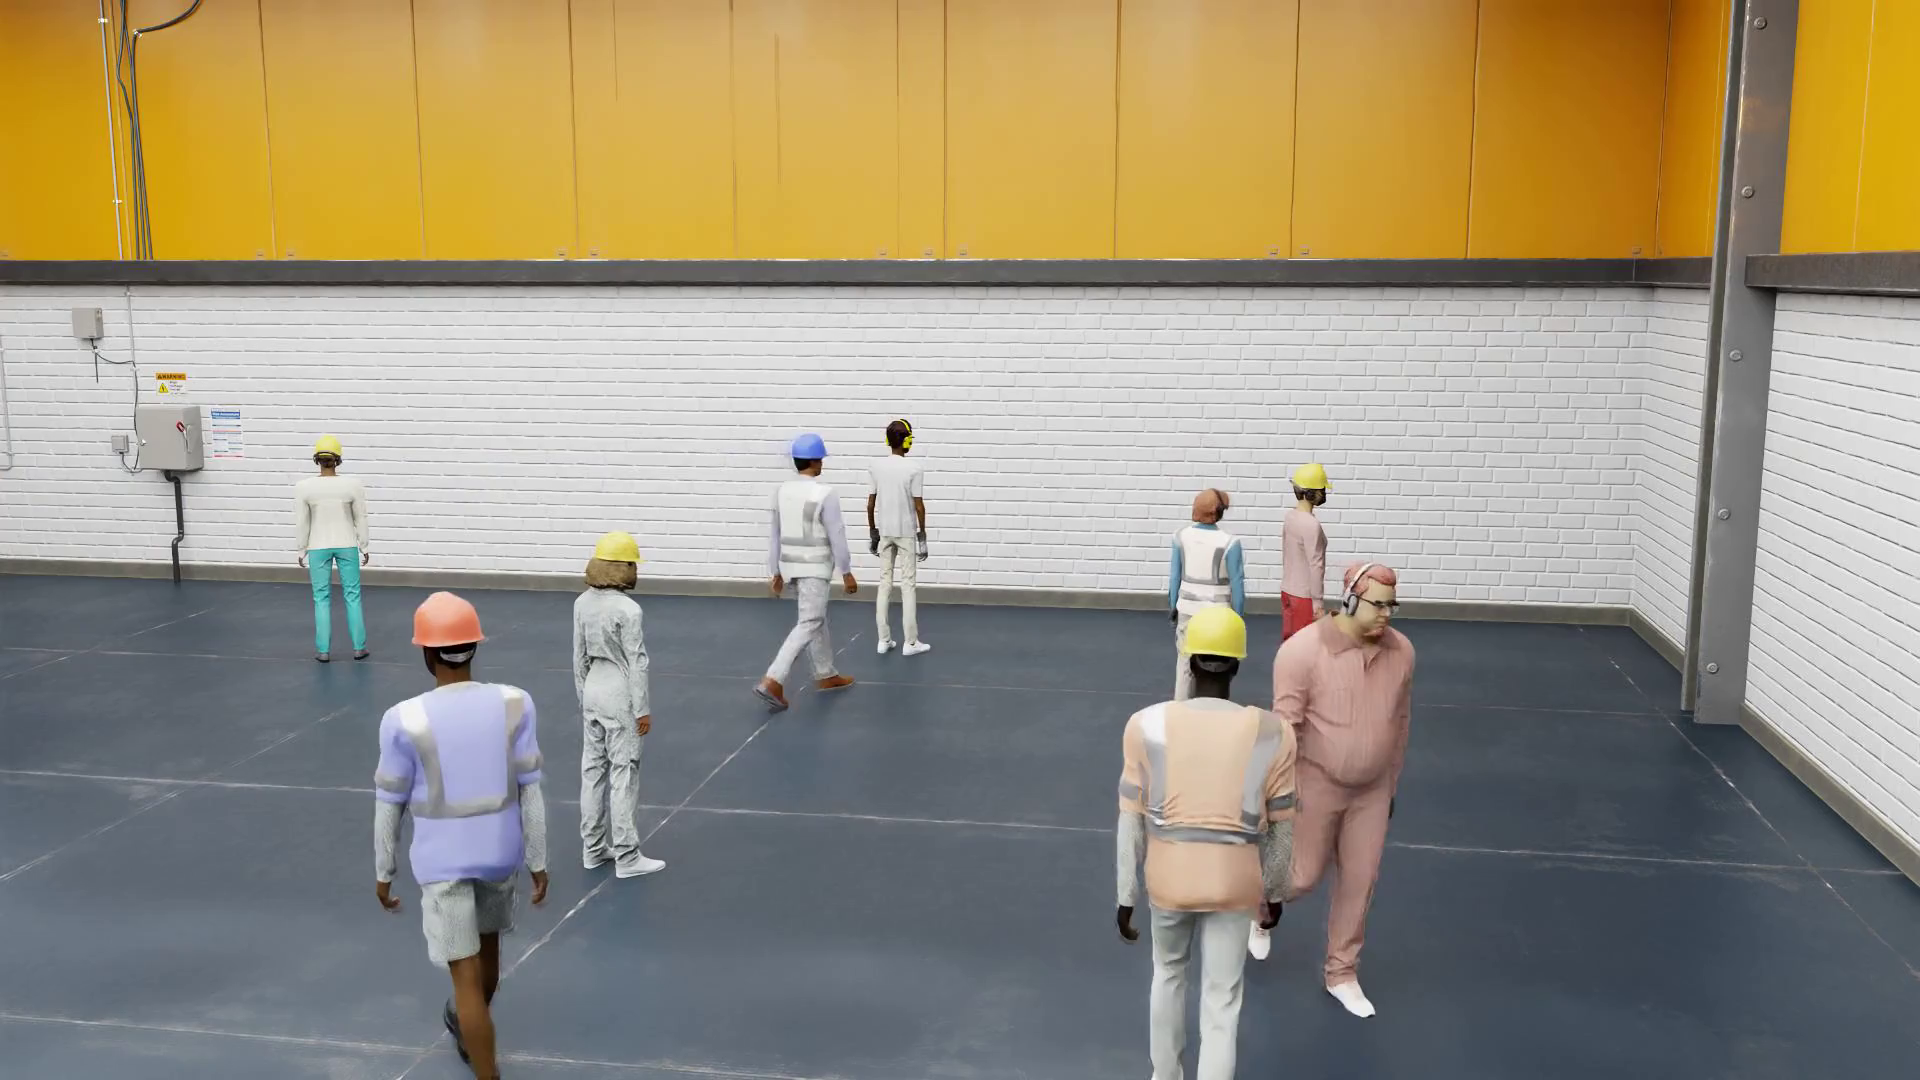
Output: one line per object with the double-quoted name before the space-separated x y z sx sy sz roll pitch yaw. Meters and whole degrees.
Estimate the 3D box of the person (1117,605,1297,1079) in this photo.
"person" 0.849 1.166 5.757 0.595 1.887 0.796 2 9 11

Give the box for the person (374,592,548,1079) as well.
"person" -1.831 1.124 6.032 0.565 1.882 0.977 -7 11 -35

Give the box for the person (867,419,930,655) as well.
"person" -0.489 -0.023 13.172 0.521 1.868 0.319 5 10 26

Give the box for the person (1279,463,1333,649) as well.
"person" 2.300 0.368 11.073 0.314 1.768 0.527 -2 9 -11

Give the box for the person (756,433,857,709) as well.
"person" -1.112 0.208 11.644 0.617 1.916 0.954 9 13 44

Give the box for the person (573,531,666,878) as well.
"person" -1.728 0.820 8.380 0.490 1.735 0.331 7 12 38

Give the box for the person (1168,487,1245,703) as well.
"person" 1.590 0.478 10.786 0.526 1.640 0.307 7 11 35

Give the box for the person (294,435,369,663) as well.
"person" -4.869 0.068 12.922 0.533 1.767 0.321 -4 10 -21

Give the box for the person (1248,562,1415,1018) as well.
"person" 1.532 0.987 6.940 0.661 1.880 0.656 -3 10 -19
